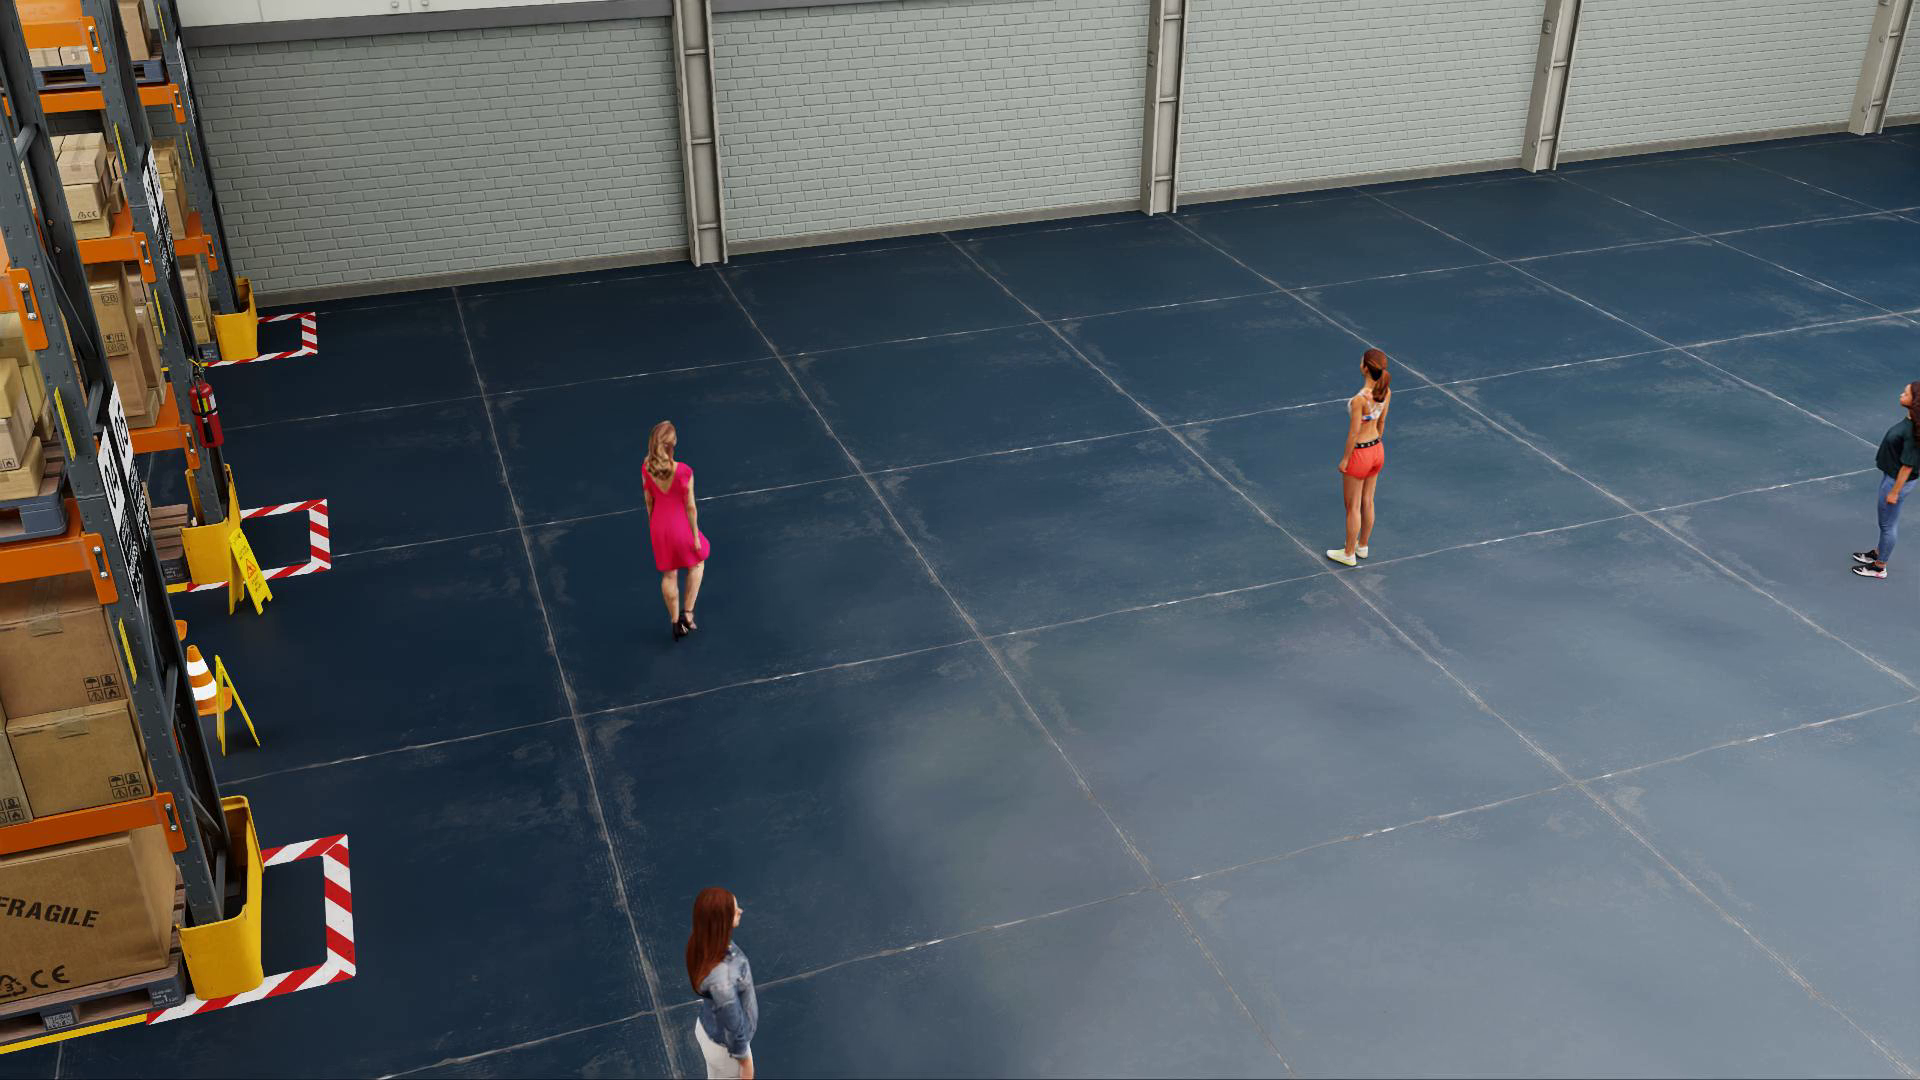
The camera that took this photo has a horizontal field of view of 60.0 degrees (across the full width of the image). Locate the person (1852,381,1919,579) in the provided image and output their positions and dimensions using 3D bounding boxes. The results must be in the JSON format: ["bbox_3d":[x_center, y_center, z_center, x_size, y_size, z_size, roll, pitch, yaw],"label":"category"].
[{"bbox_3d":[7.298,-0.472,12.927,0.769,1.616,0.698,16,32,27],"label":"person"}]

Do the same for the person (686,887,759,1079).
[{"bbox_3d":[-1.094,2.291,7.646,0.517,1.702,0.610,-11,30,-19],"label":"person"}]

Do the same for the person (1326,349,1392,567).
[{"bbox_3d":[3.173,-0.648,13.070,0.591,1.792,0.700,-20,34,-33],"label":"person"}]

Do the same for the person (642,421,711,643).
[{"bbox_3d":[-2.095,-0.017,11.964,0.681,1.719,0.756,8,29,14],"label":"person"}]
